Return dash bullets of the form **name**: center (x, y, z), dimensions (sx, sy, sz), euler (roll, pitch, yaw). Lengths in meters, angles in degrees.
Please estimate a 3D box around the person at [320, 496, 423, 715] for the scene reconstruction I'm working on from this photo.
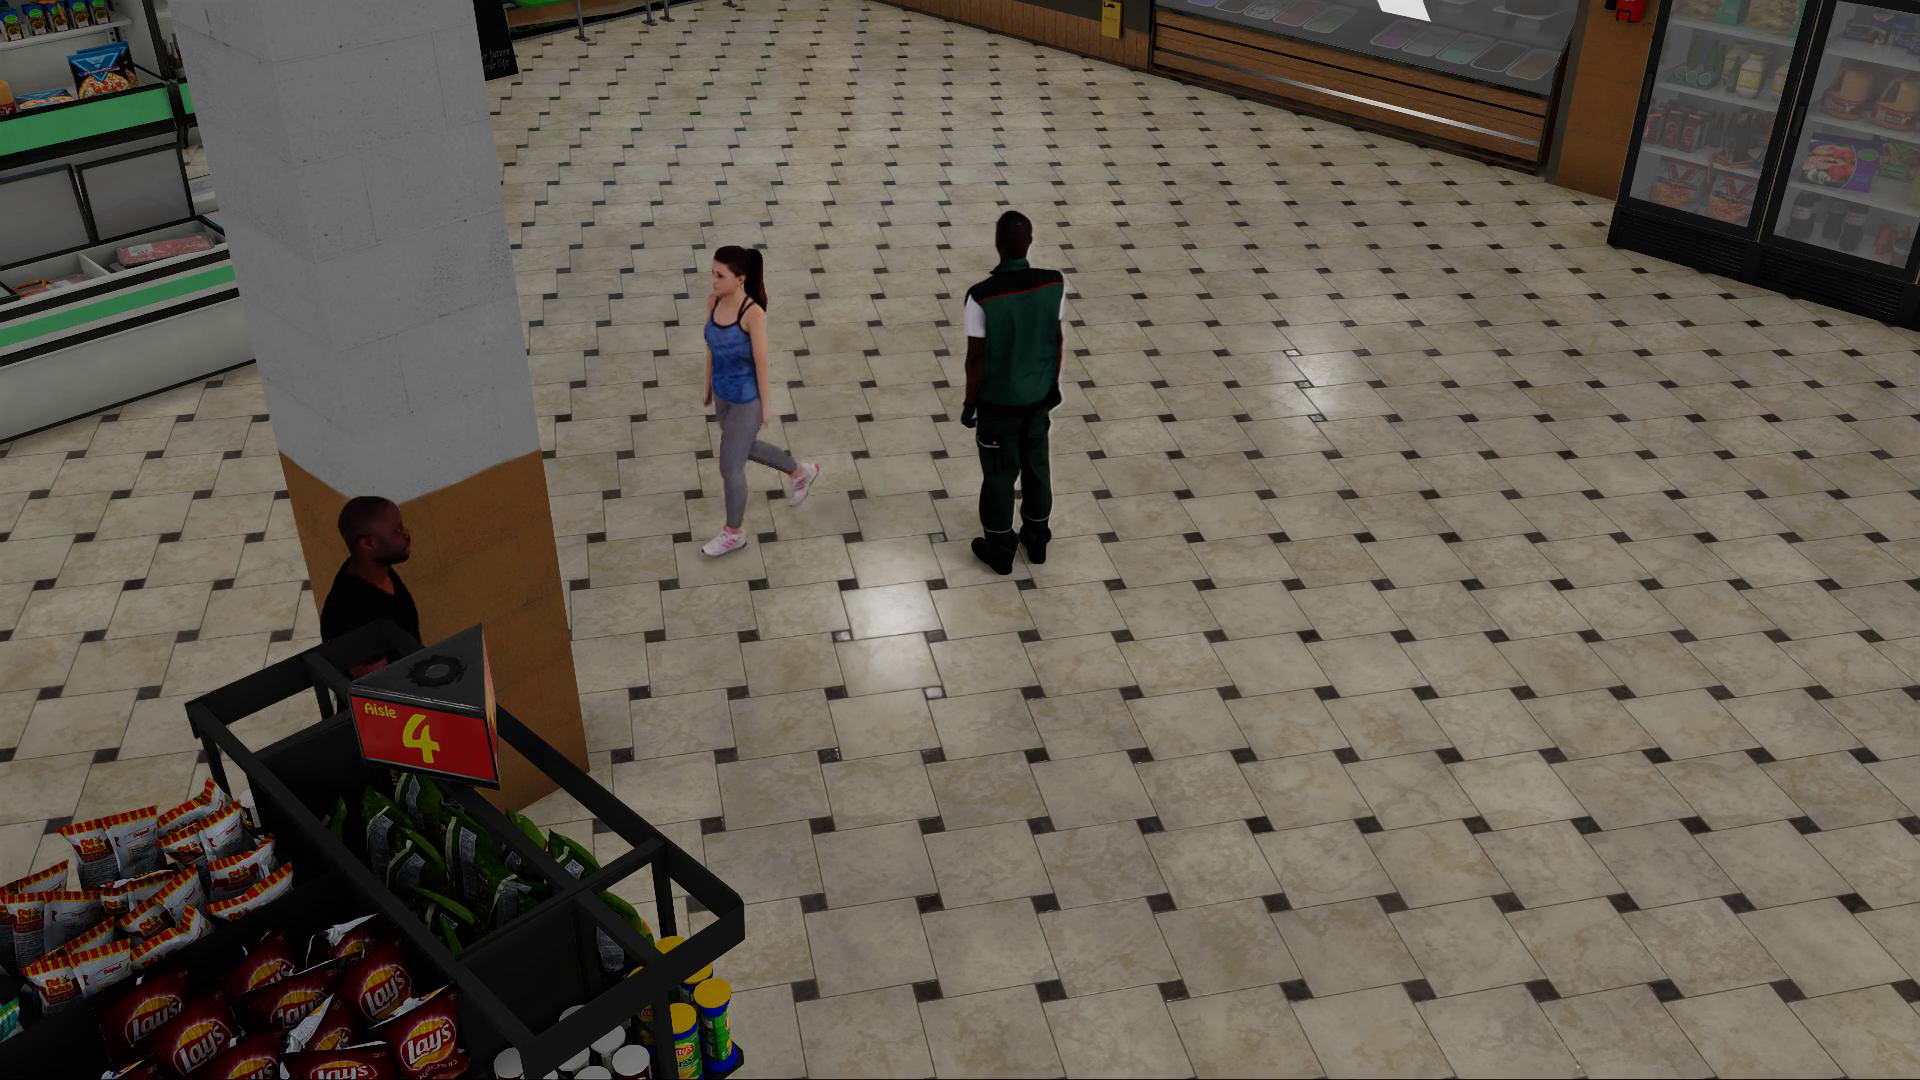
- **person**: center (-2.064, 0.699, 5.777), dimensions (1.176, 1.785, 1.088), euler (-1, 32, -1)

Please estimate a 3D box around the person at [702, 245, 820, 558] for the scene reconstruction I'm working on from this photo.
- **person**: center (-1.033, -0.722, 8.246), dimensions (1.020, 1.588, 0.641), euler (-23, 38, -32)

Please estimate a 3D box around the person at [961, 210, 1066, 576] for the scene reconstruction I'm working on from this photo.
- **person**: center (0.253, -0.685, 7.950), dimensions (0.645, 1.837, 0.815), euler (-15, 35, -22)
